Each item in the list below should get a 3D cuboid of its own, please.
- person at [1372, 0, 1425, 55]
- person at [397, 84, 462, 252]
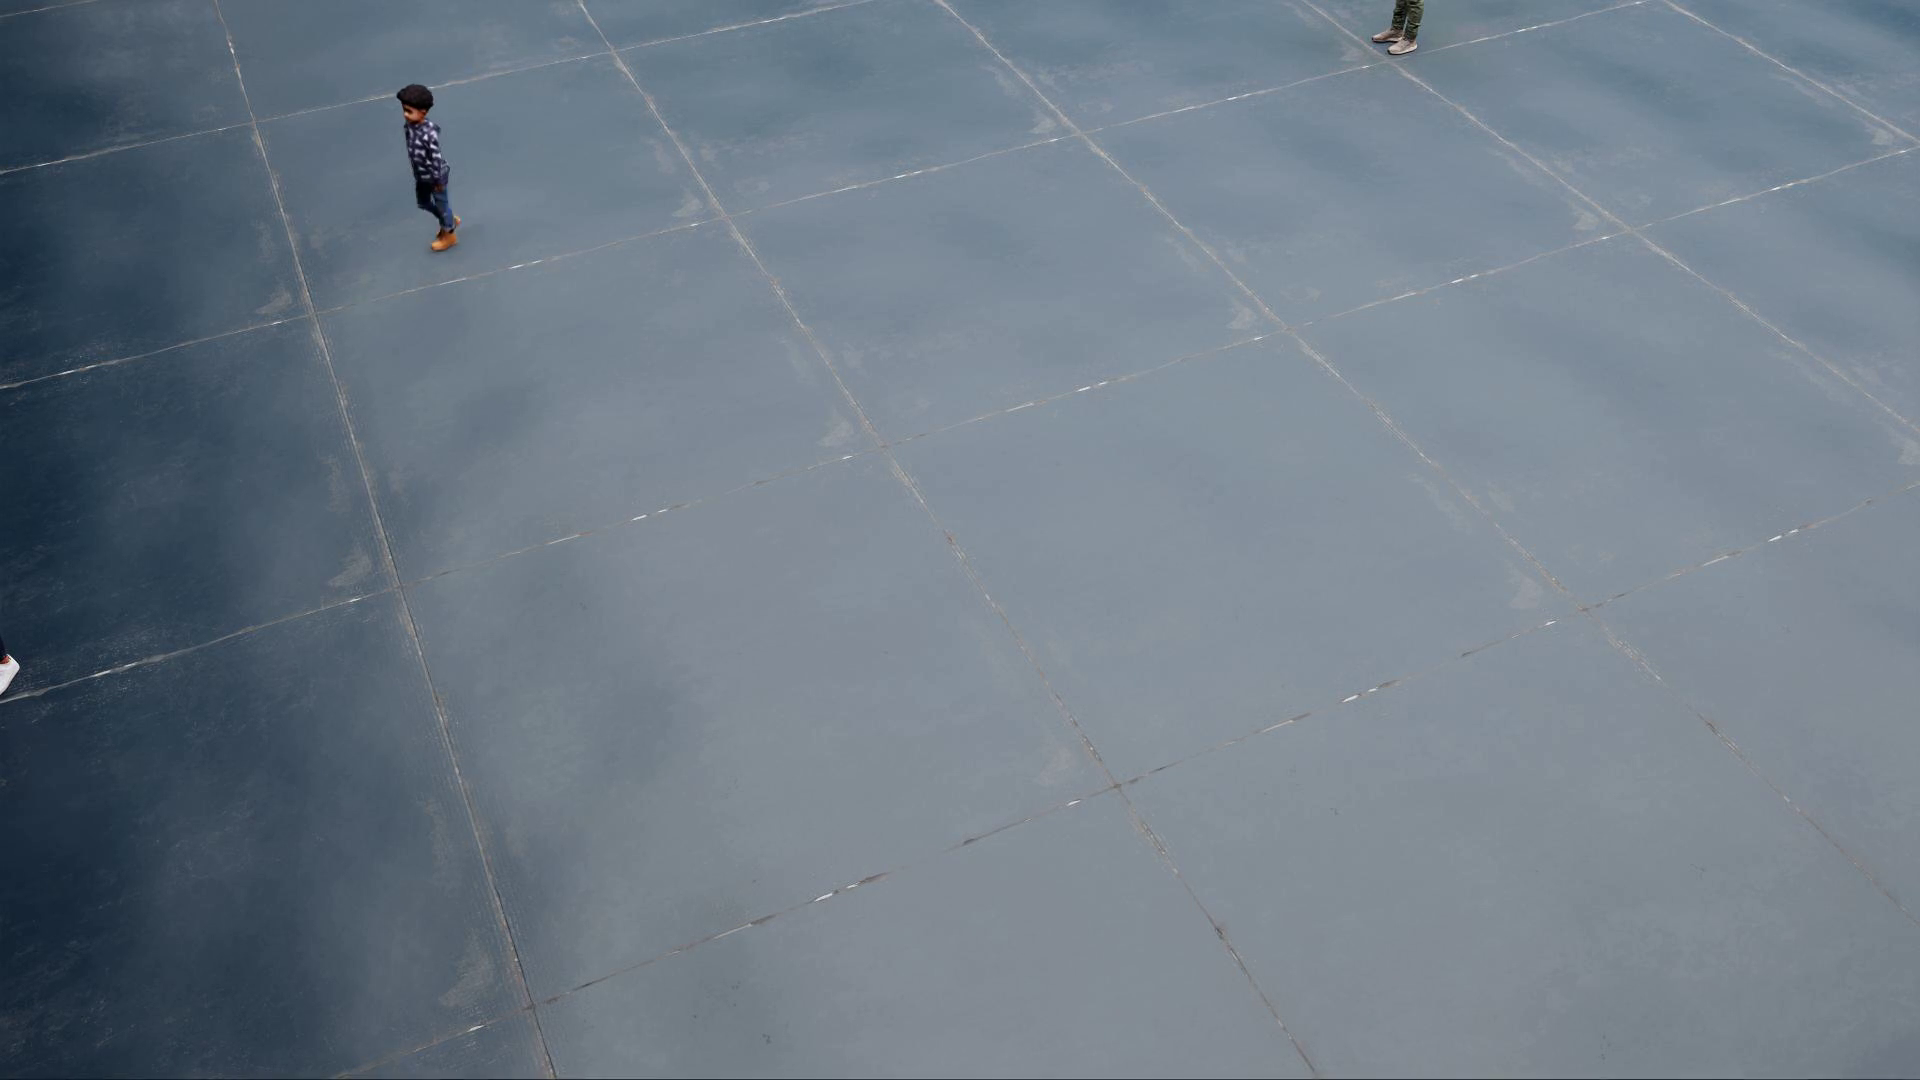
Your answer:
[{"bbox_3d":[3.822,-4.922,13.945,0.644,1.654,0.496,-13,44,-14],"label":"person"},{"bbox_3d":[-3.706,-2.643,11.740,0.574,1.246,0.656,30,50,29],"label":"person"}]
